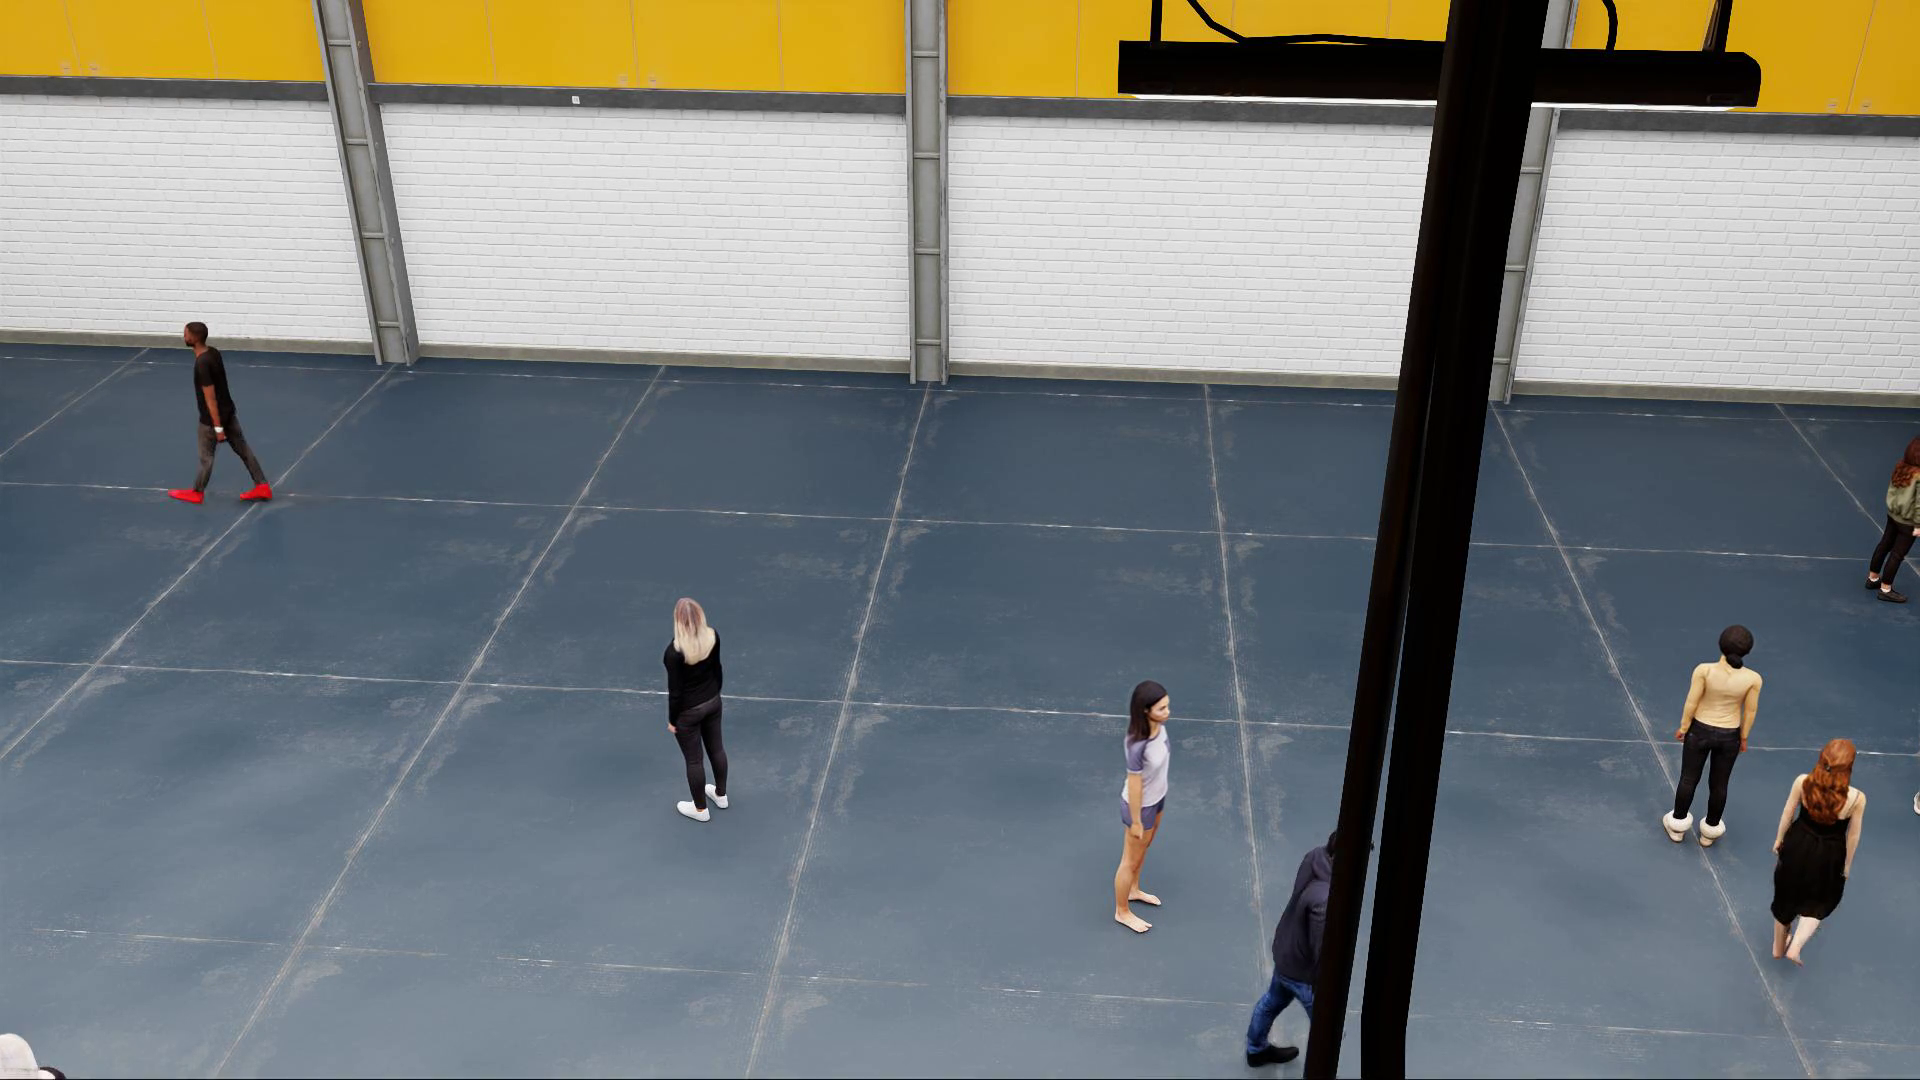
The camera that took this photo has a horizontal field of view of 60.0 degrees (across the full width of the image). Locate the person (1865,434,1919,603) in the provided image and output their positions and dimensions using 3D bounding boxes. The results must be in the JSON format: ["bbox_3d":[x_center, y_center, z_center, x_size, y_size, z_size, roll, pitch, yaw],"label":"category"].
[{"bbox_3d":[7.840,-0.203,13.807,0.537,1.476,0.594,-1,29,-1],"label":"person"}]

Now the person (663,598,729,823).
[{"bbox_3d":[-1.757,1.132,11.141,0.725,1.686,0.695,24,36,36],"label":"person"}]

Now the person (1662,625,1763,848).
[{"bbox_3d":[4.949,1.275,10.908,0.584,1.659,0.717,10,30,18],"label":"person"}]

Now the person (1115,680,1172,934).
[{"bbox_3d":[1.129,1.605,10.225,0.598,1.733,0.643,12,31,20],"label":"person"}]

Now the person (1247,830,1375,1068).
[{"bbox_3d":[1.791,2.254,8.906,0.799,1.856,0.677,-3,29,-5],"label":"person"}]

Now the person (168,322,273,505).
[{"bbox_3d":[-6.681,-1.135,15.207,1.137,1.771,0.778,-2,29,-4],"label":"person"}]

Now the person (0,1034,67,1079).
[{"bbox_3d":[-4.059,2.992,7.627,1.140,1.786,0.648,4,29,7],"label":"person"}]

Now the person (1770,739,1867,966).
[{"bbox_3d":[5.015,1.894,9.814,0.756,1.619,0.802,19,34,31],"label":"person"}]
